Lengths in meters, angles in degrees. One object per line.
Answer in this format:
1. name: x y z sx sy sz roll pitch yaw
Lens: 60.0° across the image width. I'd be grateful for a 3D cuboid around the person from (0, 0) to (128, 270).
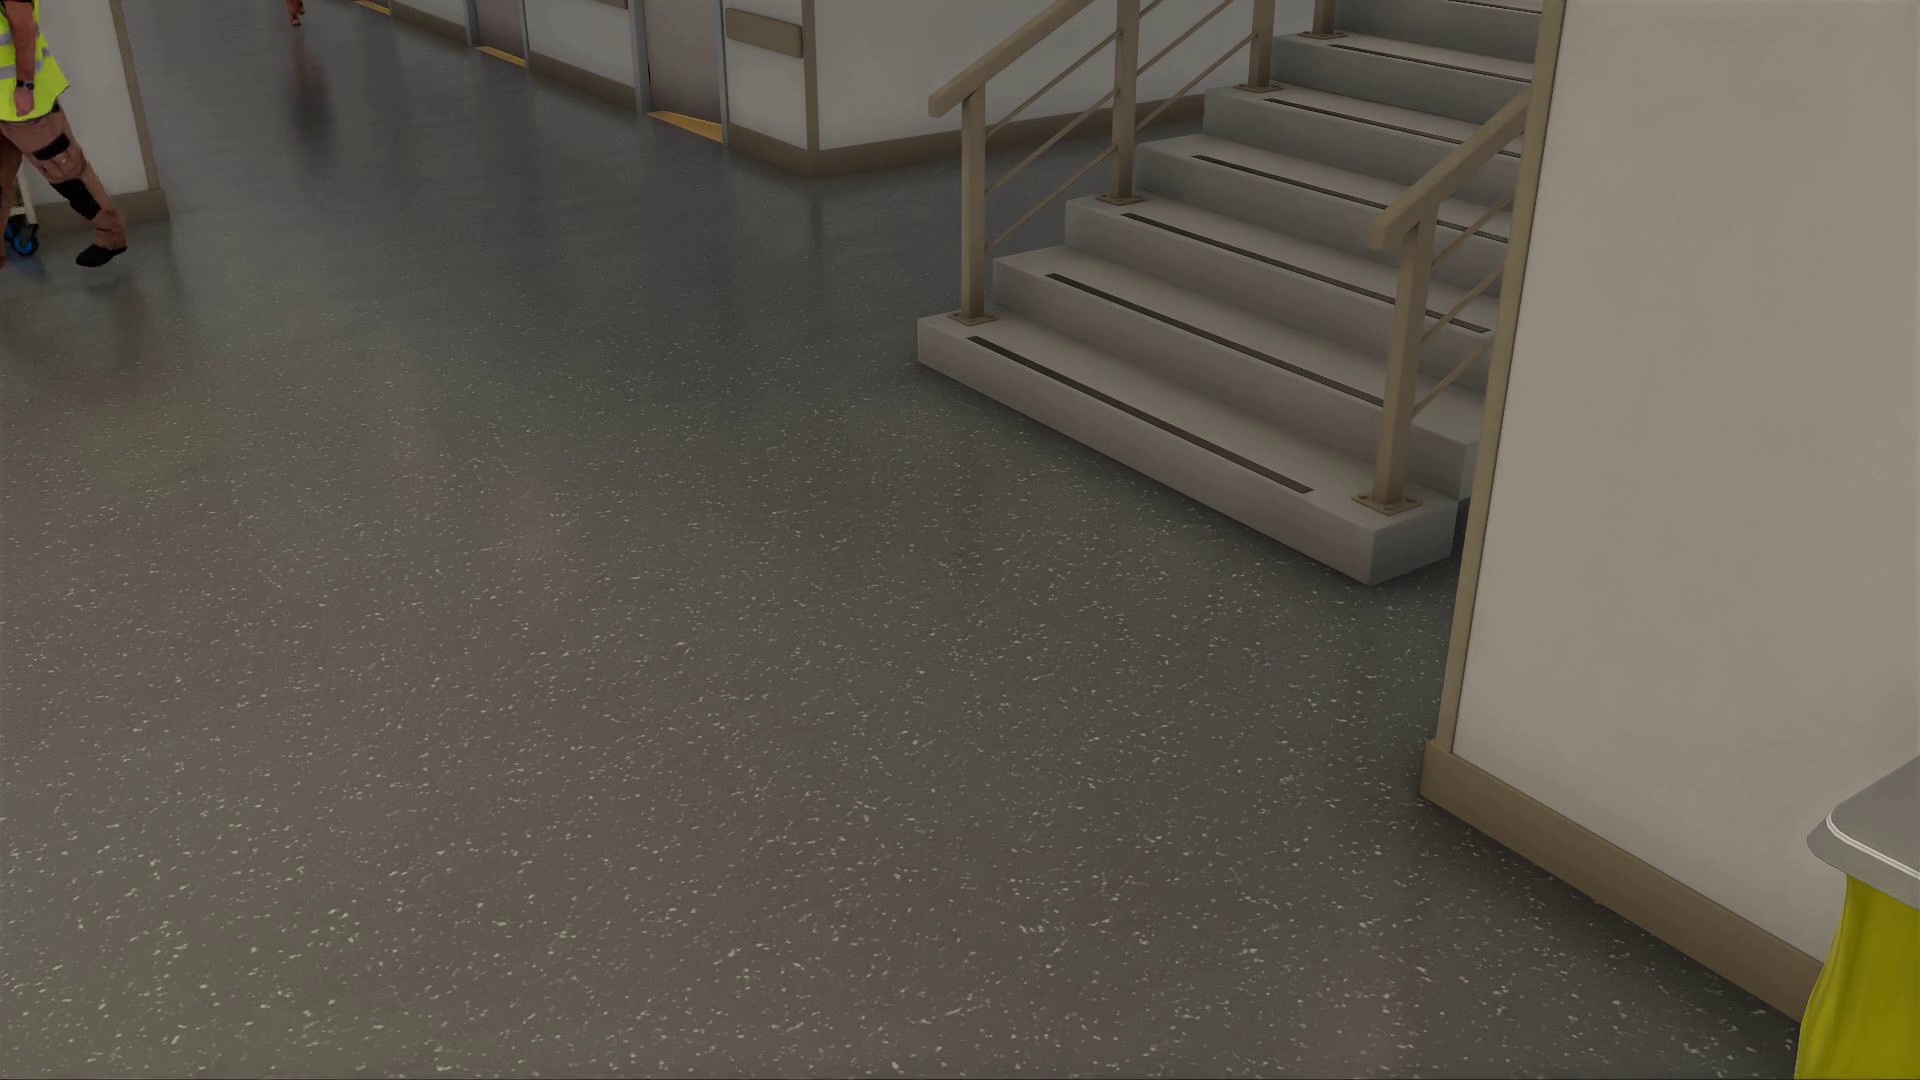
1. person: -4.475 -2.127 7.986 1.081 1.797 1.295 12 28 24
